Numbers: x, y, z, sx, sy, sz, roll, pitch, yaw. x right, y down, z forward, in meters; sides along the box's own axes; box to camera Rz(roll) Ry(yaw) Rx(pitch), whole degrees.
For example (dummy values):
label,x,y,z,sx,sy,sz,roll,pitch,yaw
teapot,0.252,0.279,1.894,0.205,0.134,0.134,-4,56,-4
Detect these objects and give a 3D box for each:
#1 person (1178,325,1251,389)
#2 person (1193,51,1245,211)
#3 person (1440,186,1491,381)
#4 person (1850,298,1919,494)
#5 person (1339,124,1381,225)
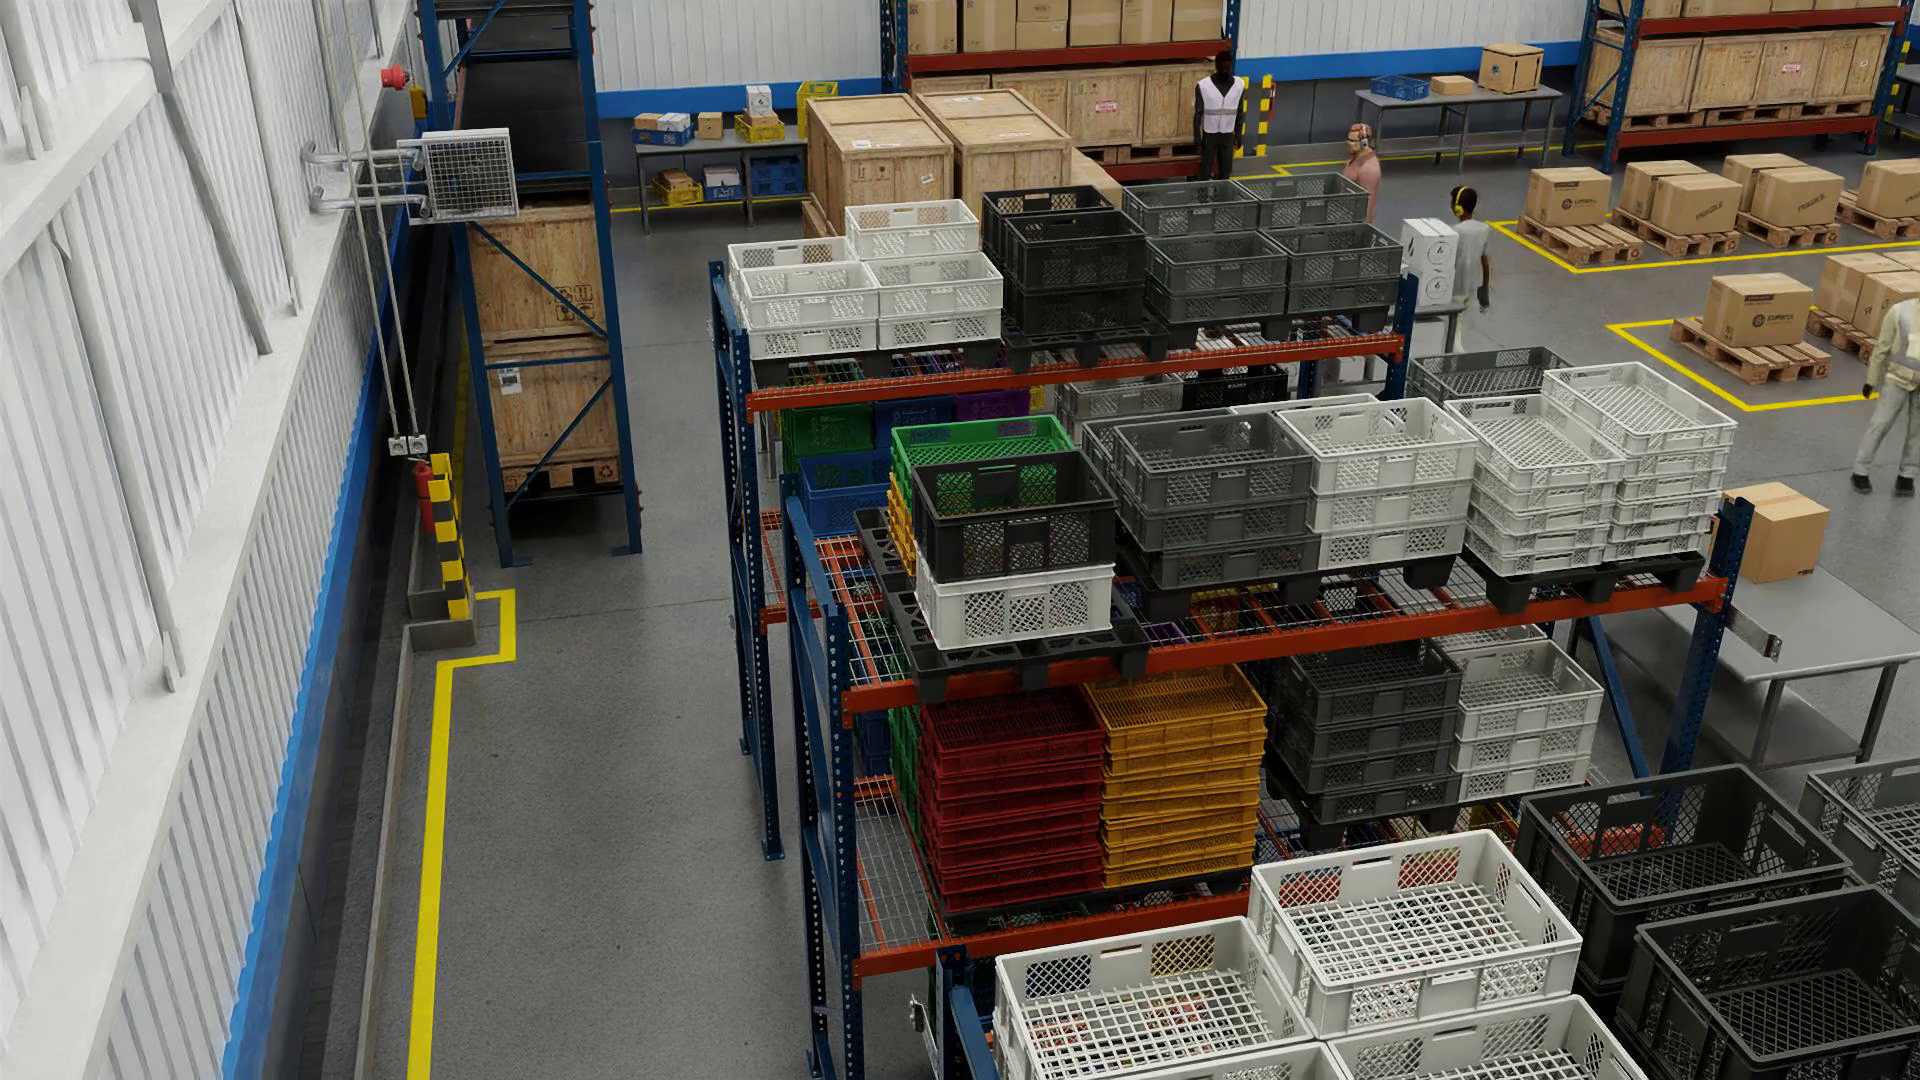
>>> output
label,x,y,z,sx,sy,sz,roll,pitch,yaw
person,1.792,-0.894,12.012,0.578,1.879,0.360,18,33,31
person,2.958,-4.669,19.139,0.595,1.908,0.411,-5,28,-10
person,4.380,-2.143,14.427,0.517,1.836,0.811,-14,31,-25
person,7.251,-1.225,12.694,0.652,1.820,0.417,6,28,12
person,3.822,-3.093,16.158,0.394,1.898,0.649,2,28,5
